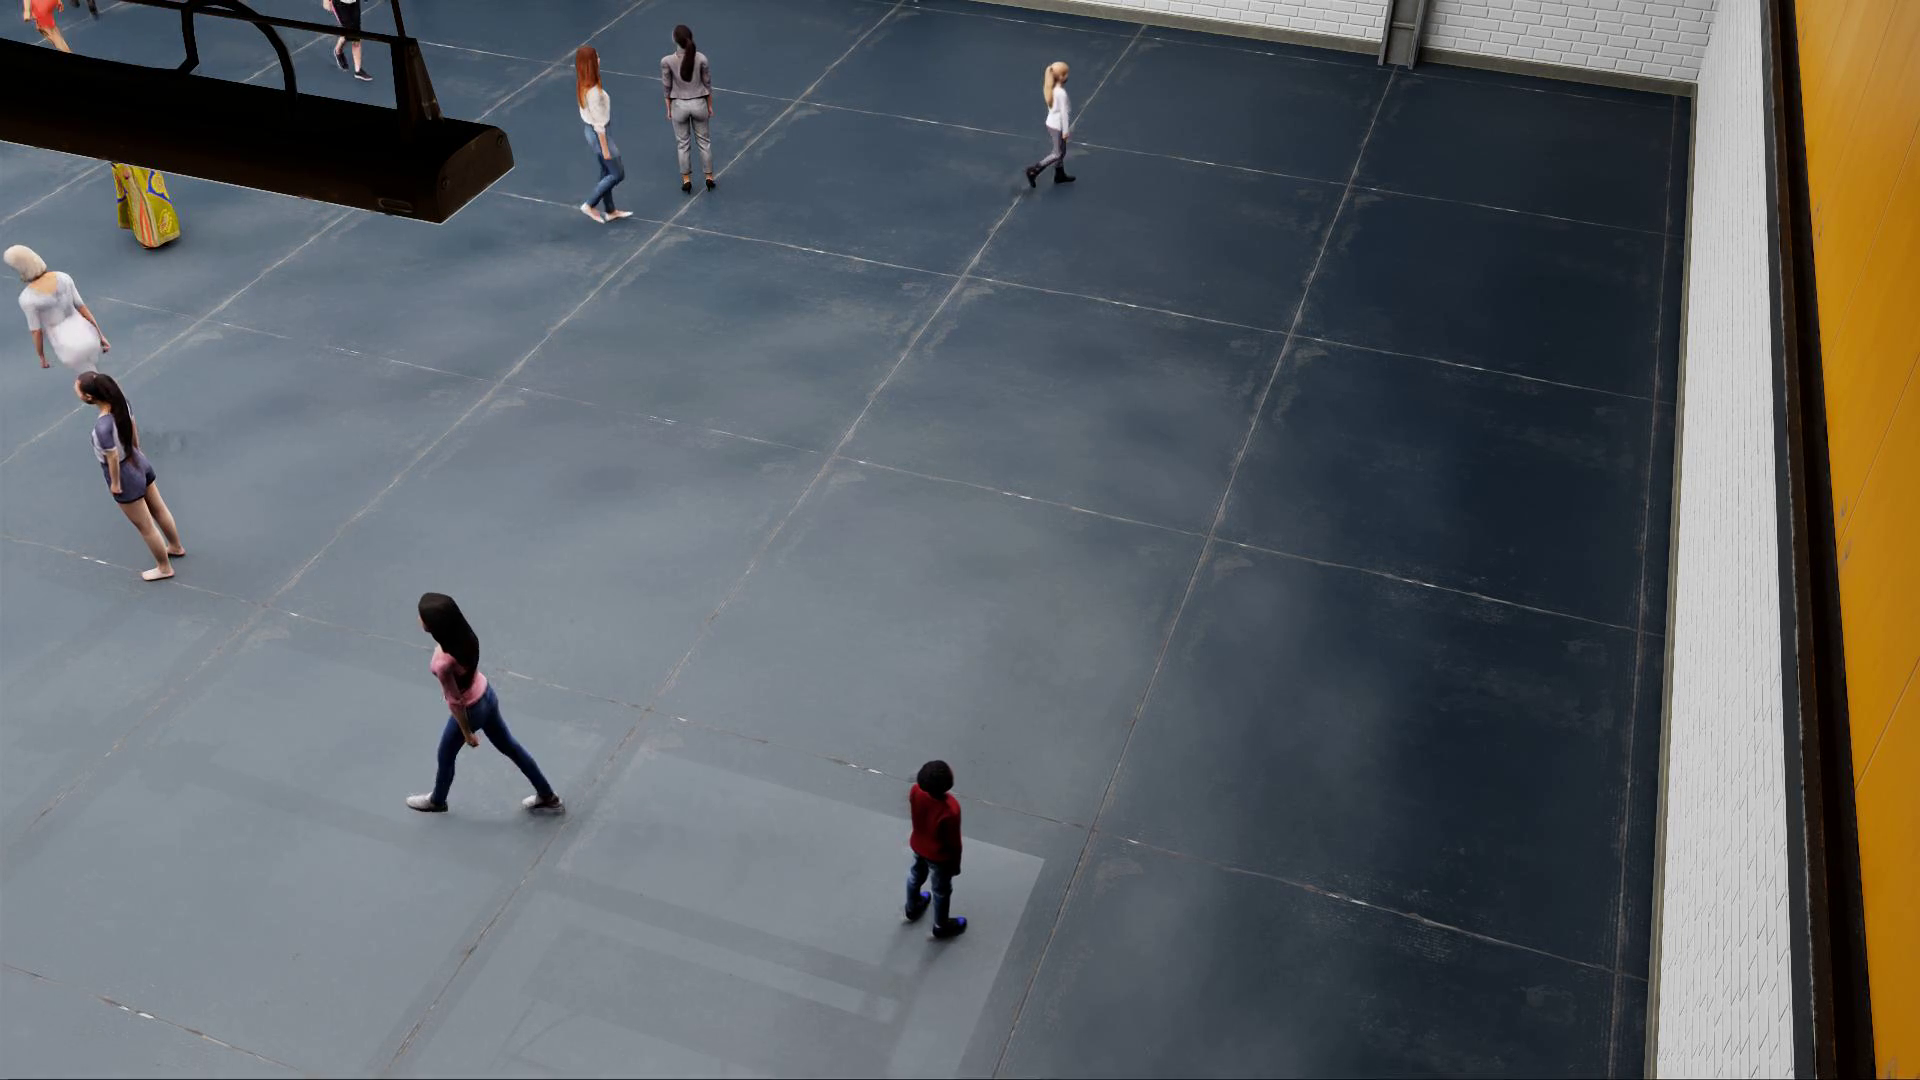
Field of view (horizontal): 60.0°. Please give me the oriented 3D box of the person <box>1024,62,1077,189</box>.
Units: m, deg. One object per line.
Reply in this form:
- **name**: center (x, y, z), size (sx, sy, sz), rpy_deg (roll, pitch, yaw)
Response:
- **person**: center (0.886, -4.000, 16.130), size (0.849, 1.264, 0.716), rpy_deg (-8, 39, -10)

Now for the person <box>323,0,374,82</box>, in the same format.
- **person**: center (-6.748, -5.902, 18.103), size (0.827, 1.775, 0.730), rpy_deg (28, 46, 30)

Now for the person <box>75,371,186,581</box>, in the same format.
- **person**: center (-5.669, -0.458, 11.384), size (0.642, 1.652, 0.662), rpy_deg (-1, 39, -1)

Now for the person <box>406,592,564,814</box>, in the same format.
- **person**: center (-2.724, 0.977, 9.551), size (1.199, 1.696, 0.785), rpy_deg (4, 39, 5)

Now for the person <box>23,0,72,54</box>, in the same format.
- **person**: center (-9.880, -5.835, 18.074), size (0.709, 1.707, 0.686), rpy_deg (-4, 39, -5)

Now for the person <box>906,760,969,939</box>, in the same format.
- **person**: center (-0.150, 1.668, 9.043), size (0.529, 1.251, 0.632), rpy_deg (30, 48, 32)

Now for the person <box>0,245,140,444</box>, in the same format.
- **person**: center (-6.620, -1.448, 12.583), size (0.731, 1.704, 0.606), rpy_deg (23, 44, 26)

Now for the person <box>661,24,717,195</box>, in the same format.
- **person**: center (-2.595, -4.126, 15.957), size (0.696, 1.678, 0.784), rpy_deg (-8, 39, -10)

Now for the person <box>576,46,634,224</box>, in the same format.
- **person**: center (-3.406, -3.707, 15.397), size (0.867, 1.721, 0.804), rpy_deg (-14, 41, -17)
